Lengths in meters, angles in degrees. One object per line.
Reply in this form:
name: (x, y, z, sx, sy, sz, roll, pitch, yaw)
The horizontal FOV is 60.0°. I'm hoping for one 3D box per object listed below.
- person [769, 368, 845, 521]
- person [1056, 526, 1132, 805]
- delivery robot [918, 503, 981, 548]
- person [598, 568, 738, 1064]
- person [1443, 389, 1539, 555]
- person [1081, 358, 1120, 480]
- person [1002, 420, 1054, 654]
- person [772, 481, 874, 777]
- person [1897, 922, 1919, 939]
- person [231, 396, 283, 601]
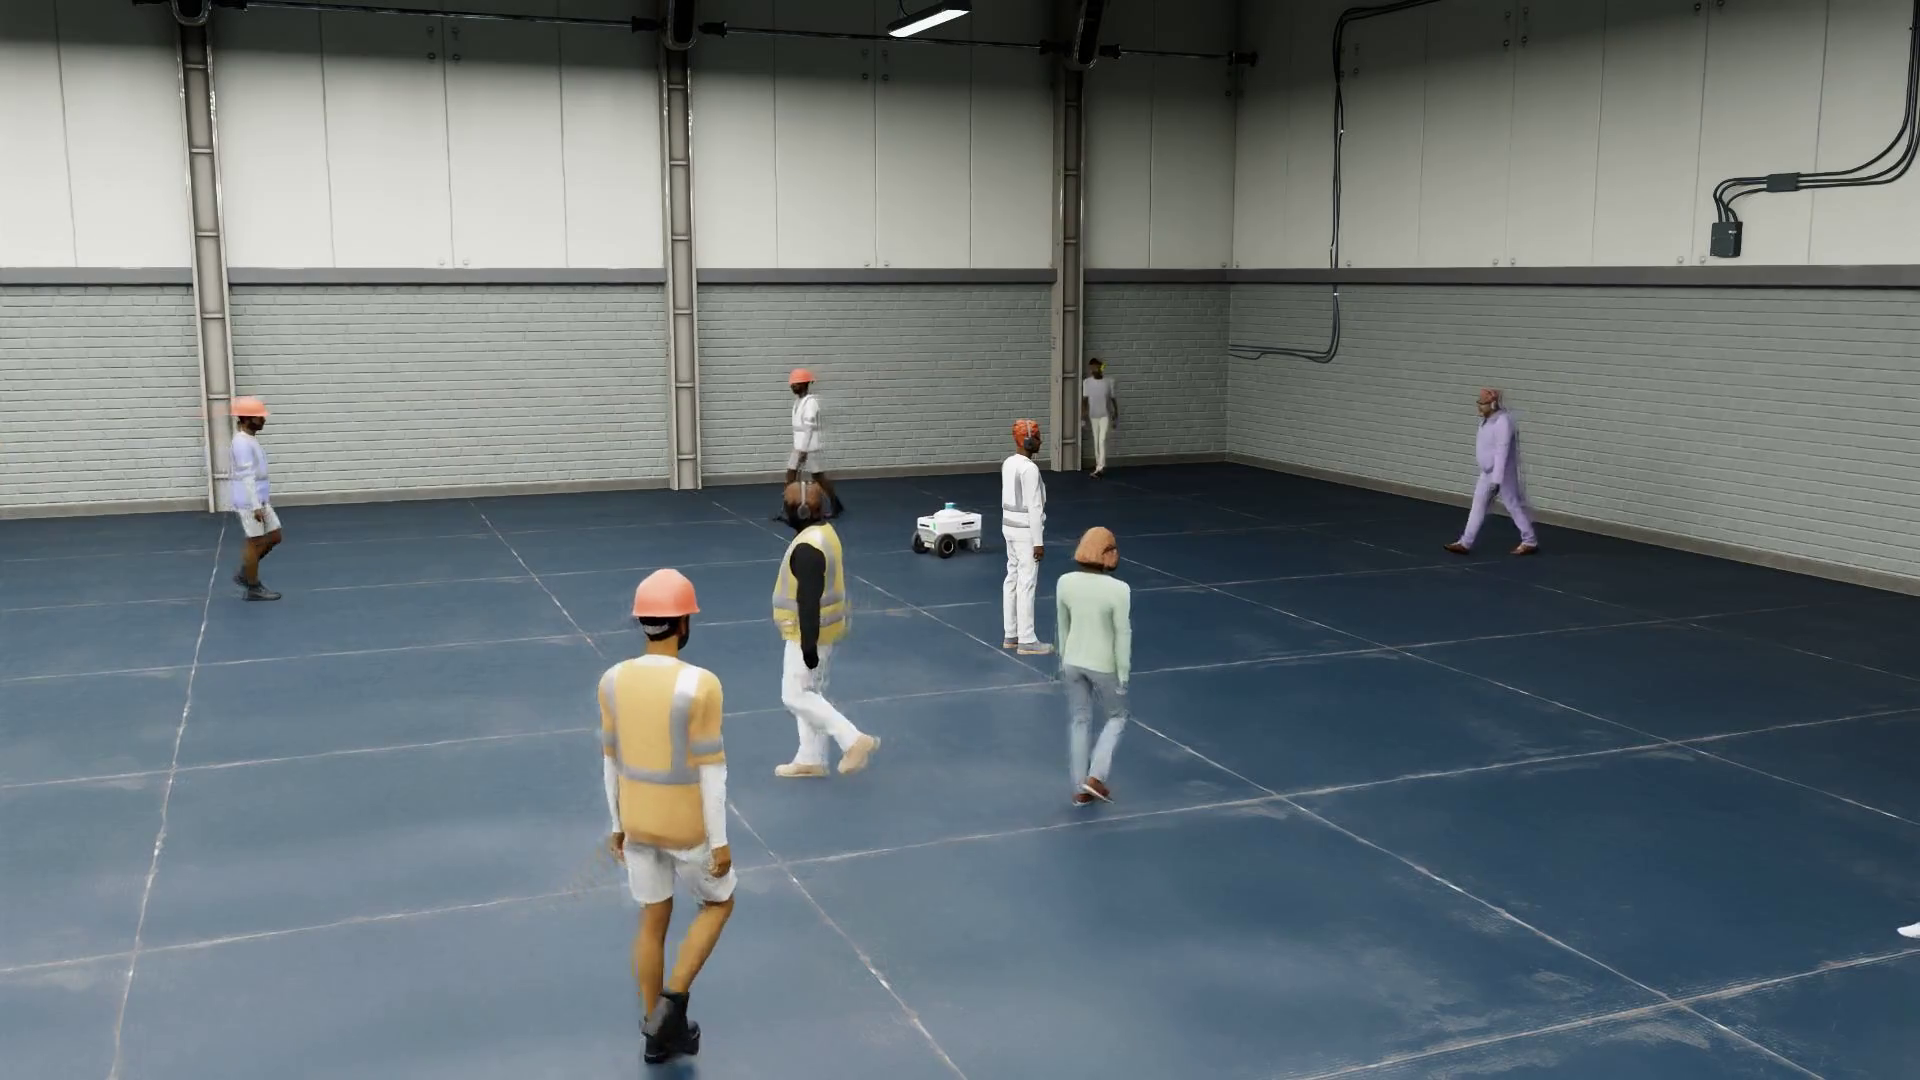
person: (-1.874, -1.179, 20.602, 0.969, 1.902, 0.558, -6, 11, -31)
person: (0.776, 0.724, 9.494, 0.500, 1.621, 0.337, 6, 11, 34)
delivery robot: (-0.108, -0.160, 18.078, 0.707, 0.478, 0.477, -7, 12, -39)
person: (-1.108, 1.066, 6.382, 0.565, 1.922, 0.413, 4, 10, 26)
person: (5.807, -0.718, 17.946, 1.078, 1.824, 0.648, -1, 9, -8)
person: (2.093, -1.803, 24.777, 0.561, 1.813, 1.003, 3, 9, 17)
person: (0.524, -0.025, 13.367, 0.356, 1.883, 0.574, -4, 10, -22)
person: (-0.843, 0.555, 9.932, 0.546, 1.829, 0.624, 1, 9, 4)
person: (4.610, 1.040, 7.460, 0.549, 1.623, 0.530, 0, 9, 3)
person: (-6.530, -0.374, 15.436, 0.400, 1.922, 0.553, -1, 9, -9)
